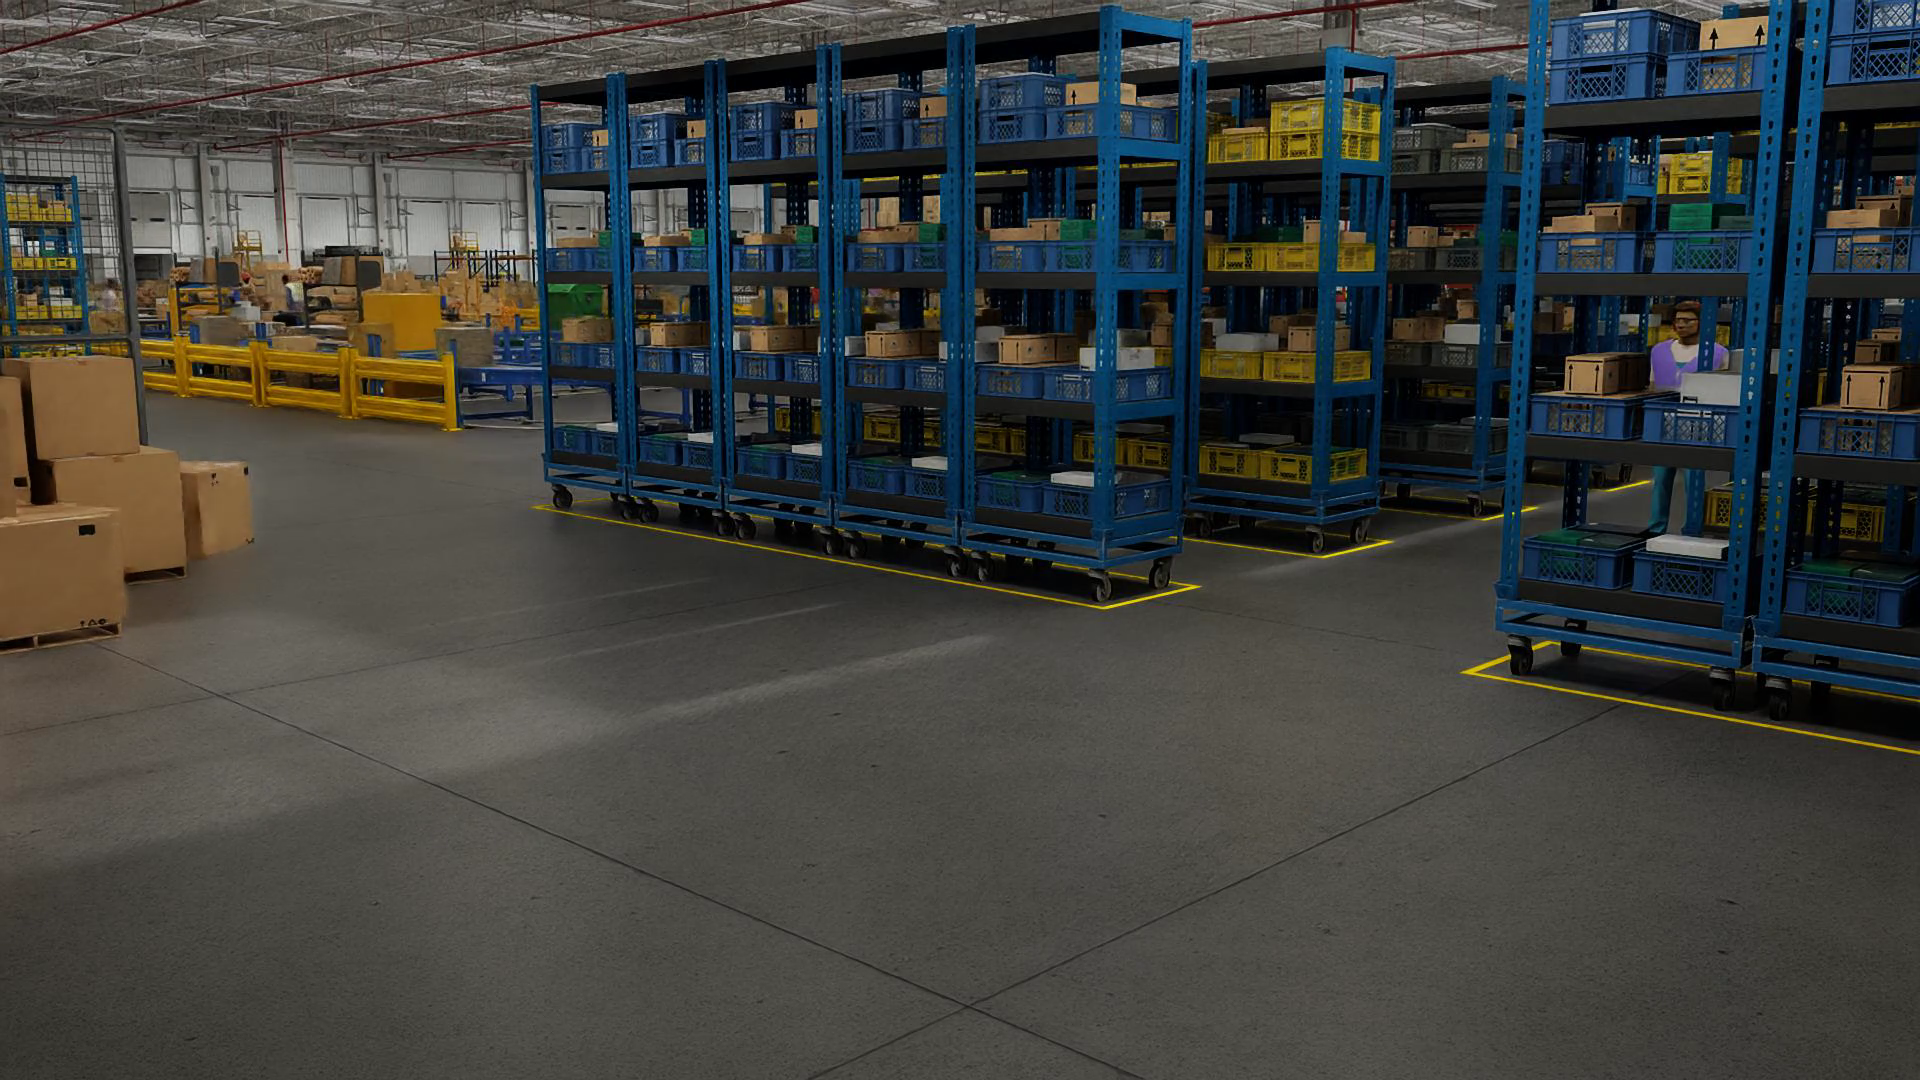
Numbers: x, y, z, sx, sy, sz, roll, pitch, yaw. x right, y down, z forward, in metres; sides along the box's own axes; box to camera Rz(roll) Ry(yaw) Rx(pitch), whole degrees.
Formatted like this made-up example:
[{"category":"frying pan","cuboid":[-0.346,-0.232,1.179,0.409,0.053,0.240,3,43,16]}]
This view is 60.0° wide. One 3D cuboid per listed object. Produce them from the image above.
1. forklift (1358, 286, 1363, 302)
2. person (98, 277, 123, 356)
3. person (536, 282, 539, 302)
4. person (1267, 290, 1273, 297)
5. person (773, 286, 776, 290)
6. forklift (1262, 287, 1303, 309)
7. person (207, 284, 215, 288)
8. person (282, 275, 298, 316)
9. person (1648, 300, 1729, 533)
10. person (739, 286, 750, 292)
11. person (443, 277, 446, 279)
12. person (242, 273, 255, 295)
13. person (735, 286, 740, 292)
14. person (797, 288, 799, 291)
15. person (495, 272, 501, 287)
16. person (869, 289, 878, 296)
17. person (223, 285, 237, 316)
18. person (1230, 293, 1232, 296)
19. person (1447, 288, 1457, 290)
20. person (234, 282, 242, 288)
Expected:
[{"category":"forklift","cuboid":[11.100,-7.017,46.970,1.873,2.768,1.129,9,13,43]},{"category":"person","cuboid":[-18.401,-4.748,36.096,0.469,1.883,0.657,-7,12,-38]},{"category":"person","cuboid":[-17.349,-10.064,68.882,0.541,1.821,0.944,2,9,10]},{"category":"person","cuboid":[10.630,-8.020,56.677,0.529,1.716,0.928,8,12,42]},{"category":"person","cuboid":[-7.614,-9.711,67.382,0.835,1.605,0.505,0,9,-1]},{"category":"forklift","cuboid":[10.769,-8.203,54.240,1.129,2.768,1.873,8,12,42]},{"category":"person","cuboid":[-40.417,-13.531,89.815,0.584,1.928,0.373,5,11,29]},{"category":"person","cuboid":[-23.115,-8.234,57.583,1.013,1.867,0.645,-2,10,-15]},{"category":"person","cuboid":[5.186,-0.786,11.927,0.566,1.847,0.389,9,13,44]},{"category":"person","cuboid":[-8.229,-9.197,63.220,0.373,1.934,0.551,-9,13,-44]},{"category":"person","cuboid":[-25.366,-12.235,82.004,0.654,1.894,0.949,3,10,18]},{"category":"person","cuboid":[-23.661,-7.898,55.255,0.549,1.937,0.358,4,10,24]},{"category":"person","cuboid":[-10.749,-11.804,79.218,0.627,1.934,0.372,-5,11,-28]},{"category":"person","cuboid":[-5.946,-8.781,61.712,0.783,1.595,0.516,4,10,23]},{"category":"person","cuboid":[-23.871,-12.846,85.684,0.786,1.900,0.610,-8,12,-39]},{"category":"person","cuboid":[-3.229,-8.577,59.474,0.750,1.912,0.579,8,12,41]},{"category":"person","cuboid":[-16.628,-5.078,37.776,1.003,2.005,0.618,-9,13,-43]},{"category":"person","cuboid":[8.287,-7.067,50.540,0.712,1.804,0.609,8,12,39]},{"category":"person","cuboid":[18.657,-9.041,63.190,0.509,1.632,0.269,-6,11,-32]},{"category":"person","cuboid":[-24.511,-8.032,56.600,0.526,1.768,0.315,0,9,2]}]
